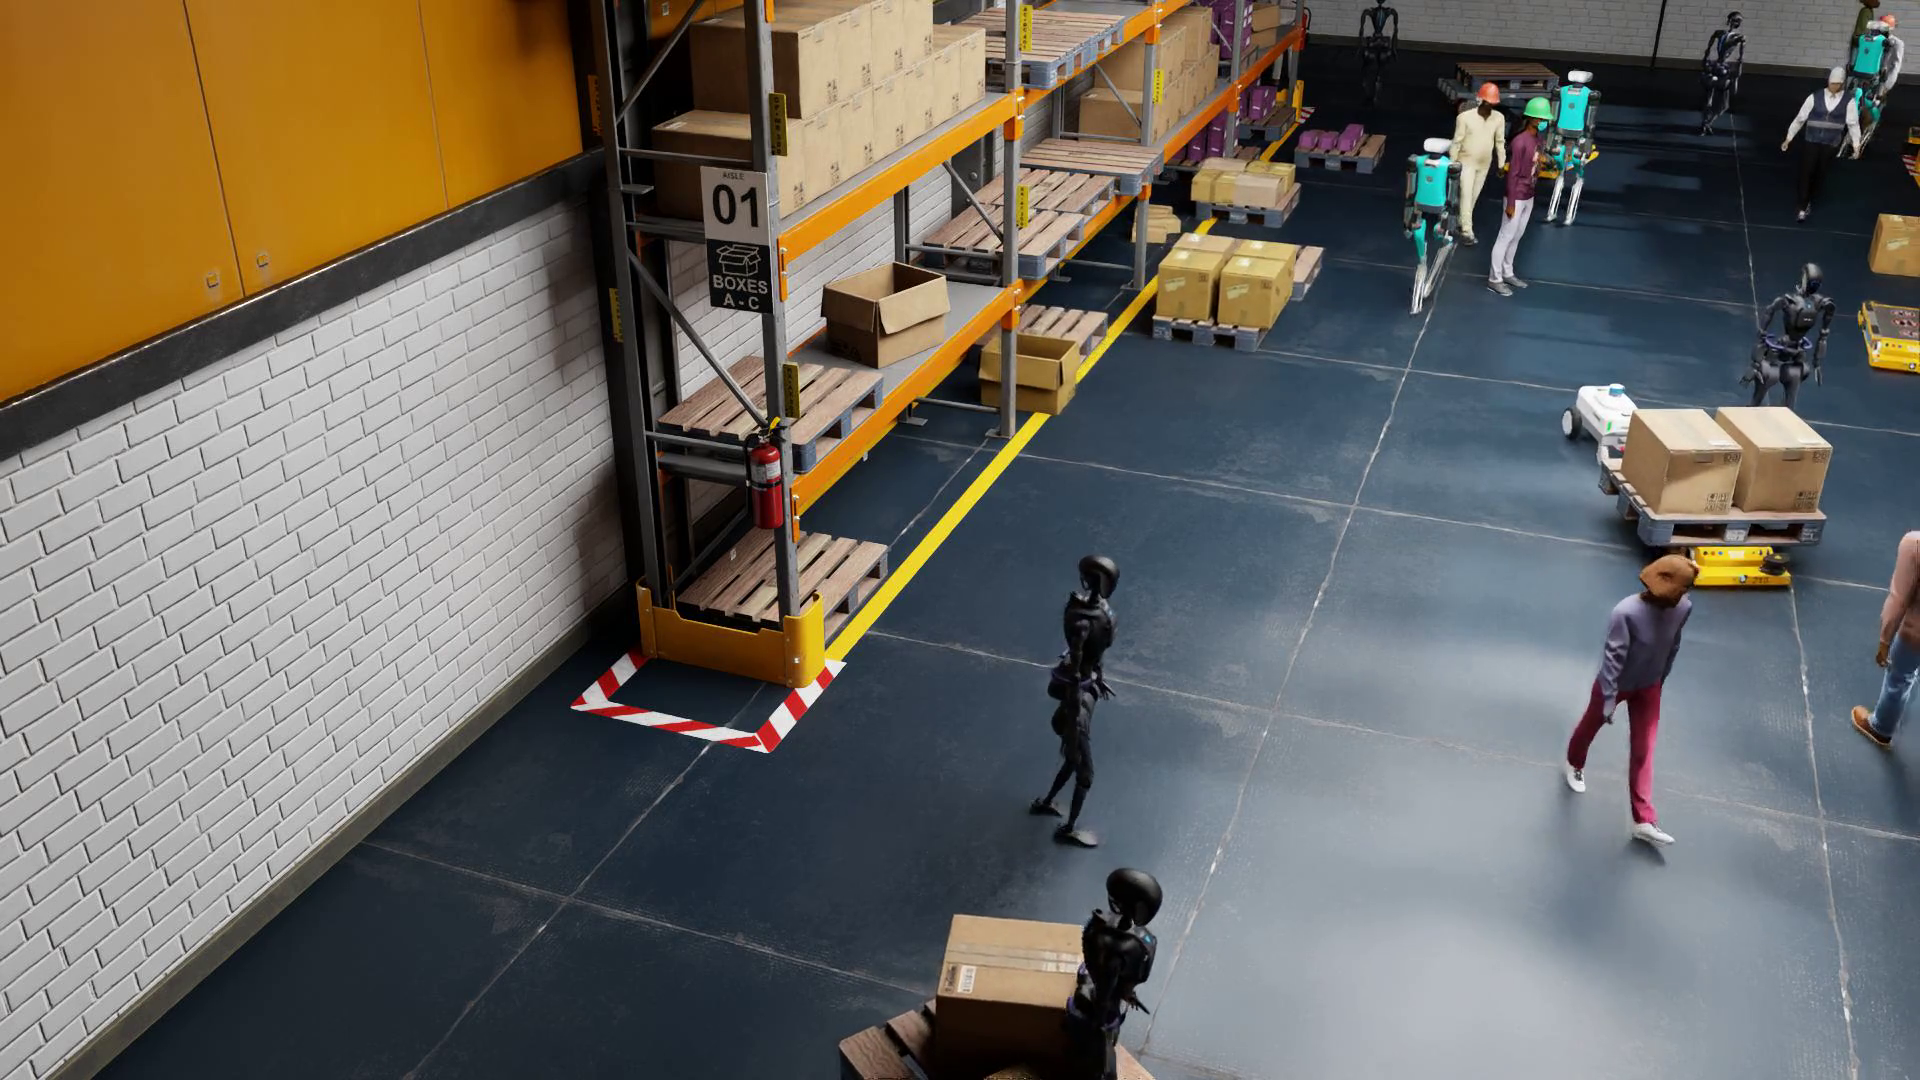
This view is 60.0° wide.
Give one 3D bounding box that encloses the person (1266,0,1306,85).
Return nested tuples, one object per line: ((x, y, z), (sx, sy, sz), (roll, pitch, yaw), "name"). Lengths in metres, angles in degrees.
((4.951, -7.921, 25.297), (0.632, 1.936, 0.352), (-9, 29, -16), "person")

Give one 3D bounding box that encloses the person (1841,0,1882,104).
((13.121, -7.149, 24.128), (0.432, 1.617, 0.520), (7, 28, 14), "person")

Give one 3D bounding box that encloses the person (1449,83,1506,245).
((5.658, -4.083, 18.075), (0.589, 1.717, 0.726), (-6, 28, -11), "person")

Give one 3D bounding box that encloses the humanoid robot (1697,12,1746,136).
((10.184, -6.254, 22.351), (0.372, 1.647, 0.608), (-17, 32, -29), "humanoid robot")

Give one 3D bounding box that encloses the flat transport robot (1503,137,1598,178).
((7.560, -4.889, 21.234), (0.659, 0.231, 1.431), (21, 34, 35), "flat transport robot")

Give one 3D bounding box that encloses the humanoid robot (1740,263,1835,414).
((6.410, -1.393, 12.942), (0.609, 1.647, 0.432), (-1, 27, -2), "humanoid robot")

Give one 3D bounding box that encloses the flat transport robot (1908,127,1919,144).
((13.448, -5.359, 22.146), (1.431, 0.231, 0.659), (13, 30, 24), "flat transport robot")

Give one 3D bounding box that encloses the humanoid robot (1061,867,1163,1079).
((0.576, 1.910, 6.542), (0.501, 1.646, 0.608), (8, 28, 15), "humanoid robot")

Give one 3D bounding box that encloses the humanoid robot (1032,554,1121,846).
((0.607, 0.806, 8.679), (0.388, 1.651, 0.610), (9, 29, 16), "humanoid robot")

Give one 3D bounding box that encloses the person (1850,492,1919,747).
((5.308, 0.487, 9.012), (0.680, 1.922, 1.042), (4, 28, 8), "person")

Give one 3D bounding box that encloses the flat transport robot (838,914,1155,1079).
((0.173, 2.514, 6.874), (1.431, 0.231, 0.659), (-16, 31, -28), "flat transport robot")

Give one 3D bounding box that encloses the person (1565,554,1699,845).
((3.568, 0.790, 8.778), (0.524, 1.575, 0.870), (-4, 28, -8), "person")

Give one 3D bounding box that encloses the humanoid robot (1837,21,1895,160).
((11.623, -5.706, 21.256), (0.665, 1.845, 0.539), (-17, 32, -30), "humanoid robot")

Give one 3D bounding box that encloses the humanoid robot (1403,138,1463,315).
((4.621, -3.078, 16.134), (0.532, 1.761, 0.882), (17, 32, 30), "humanoid robot")

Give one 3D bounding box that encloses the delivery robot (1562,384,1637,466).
((5.194, -0.964, 13.299), (0.499, 0.585, 0.777), (-1, 27, -1), "delivery robot")

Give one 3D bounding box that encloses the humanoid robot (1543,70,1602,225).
((6.875, -4.425, 18.641), (0.530, 1.712, 0.701), (18, 32, 31), "humanoid robot")

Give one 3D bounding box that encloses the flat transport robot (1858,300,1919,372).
((8.744, -1.879, 15.394), (0.659, 0.231, 1.431), (10, 29, 19), "flat transport robot")

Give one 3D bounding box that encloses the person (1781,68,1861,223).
((9.763, -4.472, 18.844), (0.783, 1.705, 0.907), (10, 29, 18), "person")

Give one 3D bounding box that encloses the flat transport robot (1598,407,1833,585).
((5.316, -0.086, 11.917), (0.659, 0.231, 1.431), (0, 27, 0), "flat transport robot")

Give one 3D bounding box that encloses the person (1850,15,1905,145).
((12.110, -6.053, 21.929), (0.543, 1.701, 0.583), (-6, 28, -12), "person")

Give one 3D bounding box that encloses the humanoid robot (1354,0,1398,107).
((6.008, -7.082, 23.942), (0.609, 1.647, 0.357), (1, 27, 3), "humanoid robot")

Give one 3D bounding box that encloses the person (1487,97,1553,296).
((5.581, -3.435, 16.581), (0.430, 1.948, 0.499), (23, 35, 37), "person")
